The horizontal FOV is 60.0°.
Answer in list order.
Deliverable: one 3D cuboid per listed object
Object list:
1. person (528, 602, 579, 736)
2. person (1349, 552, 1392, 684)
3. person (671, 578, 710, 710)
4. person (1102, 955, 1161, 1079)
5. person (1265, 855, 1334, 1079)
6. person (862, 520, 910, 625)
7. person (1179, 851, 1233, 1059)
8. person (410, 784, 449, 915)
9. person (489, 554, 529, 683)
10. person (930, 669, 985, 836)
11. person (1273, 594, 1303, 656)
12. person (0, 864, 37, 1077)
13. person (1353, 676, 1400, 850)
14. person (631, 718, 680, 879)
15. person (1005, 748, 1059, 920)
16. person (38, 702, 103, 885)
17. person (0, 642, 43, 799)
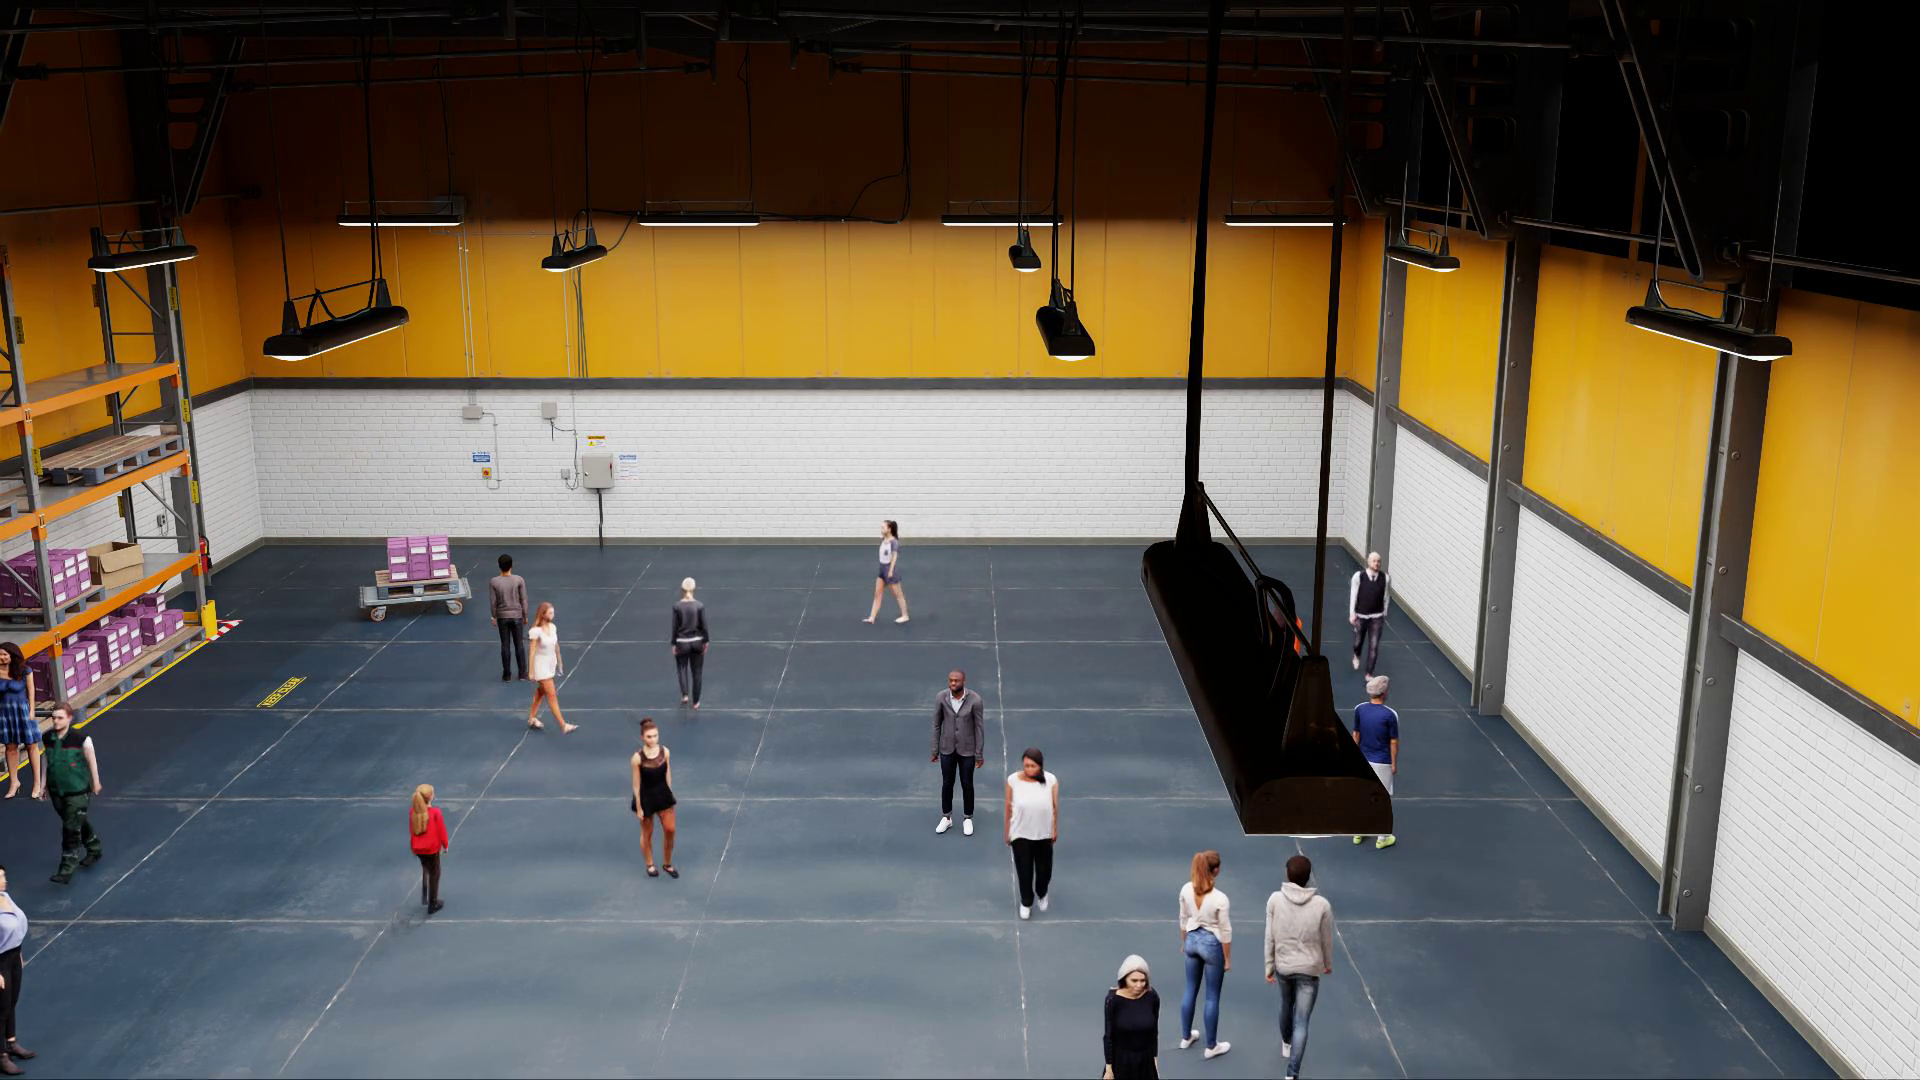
[{"bbox_3d":[-5.209,1.594,20.642,1.019,1.642,1.140,8,16,30],"label":"person"},{"bbox_3d":[5.541,1.033,22.600,0.725,1.812,0.938,1,14,4],"label":"person"},{"bbox_3d":[-3.498,1.353,21.490,0.668,1.712,0.691,-2,14,-6],"label":"person"},{"bbox_3d":[1.196,3.714,11.661,0.654,1.749,0.645,-4,14,-14],"label":"person"},{"bbox_3d":[2.612,3.383,12.898,0.958,1.809,1.335,5,14,19],"label":"person"},{"bbox_3d":[-0.992,0.514,25.178,1.001,1.606,1.044,-9,16,-31],"label":"person"},{"bbox_3d":[1.965,3.309,13.388,0.682,1.723,0.725,12,18,39],"label":"person"},{"bbox_3d":[-5.092,2.951,15.821,0.546,1.273,0.562,3,14,11],"label":"person"},{"bbox_3d":[-6.124,1.055,22.600,0.696,1.769,0.635,-3,14,-12],"label":"person"},{"bbox_3d":[-0.015,2.227,17.656,0.771,1.816,0.652,3,14,12],"label":"person"},{"bbox_3d":[4.040,1.498,20.811,0.643,1.749,0.588,-2,14,-7],"label":"person"},{"bbox_3d":[-7.568,3.358,13.140,0.747,1.743,0.540,-2,14,-9],"label":"person"},{"bbox_3d":[4.320,2.300,17.321,0.723,1.834,0.749,10,17,35],"label":"person"},{"bbox_3d":[-3.098,2.560,16.608,0.770,1.663,0.841,-9,16,-32],"label":"person"},{"bbox_3d":[0.698,2.750,15.796,0.663,1.675,0.615,1,14,4],"label":"person"},{"bbox_3d":[-8.863,2.487,16.645,0.757,1.787,1.164,2,14,8],"label":"person"},{"bbox_3d":[-10.548,2.008,18.584,0.663,1.806,0.554,0,14,-2],"label":"person"}]
